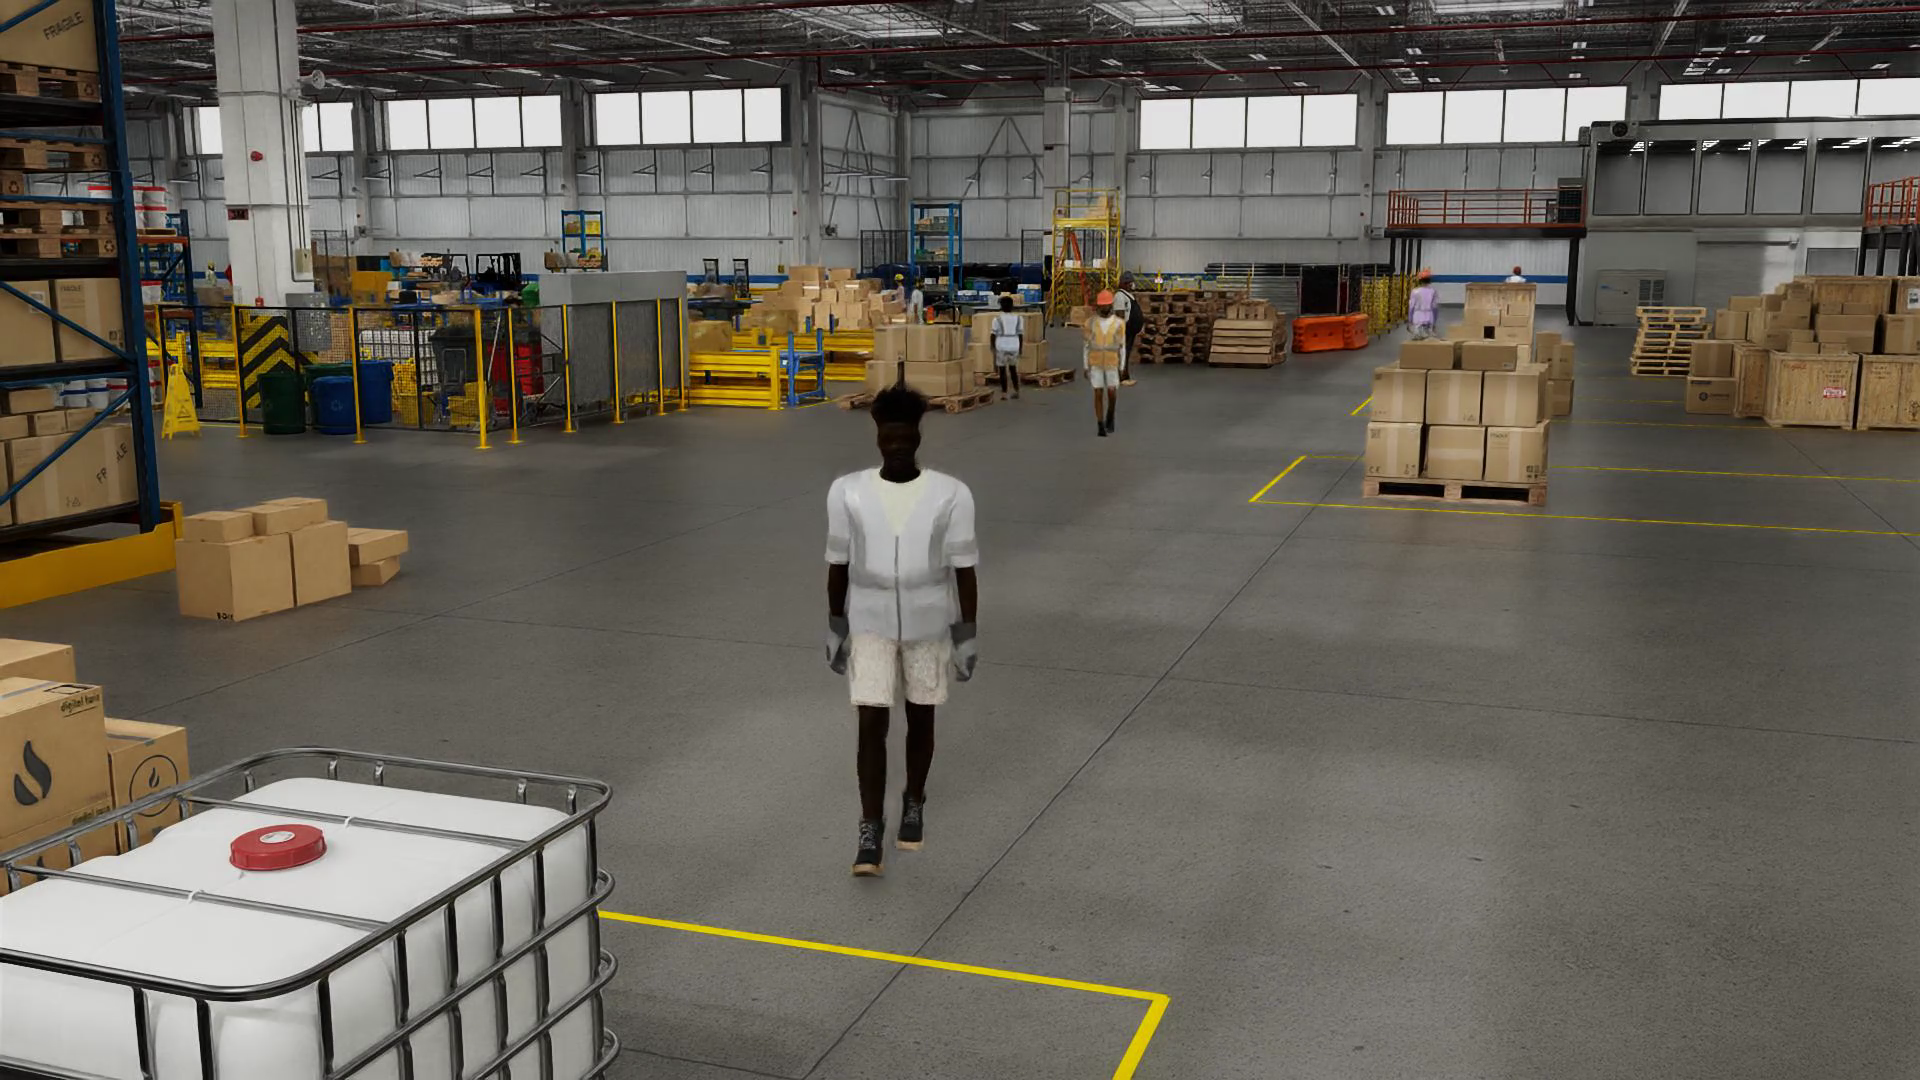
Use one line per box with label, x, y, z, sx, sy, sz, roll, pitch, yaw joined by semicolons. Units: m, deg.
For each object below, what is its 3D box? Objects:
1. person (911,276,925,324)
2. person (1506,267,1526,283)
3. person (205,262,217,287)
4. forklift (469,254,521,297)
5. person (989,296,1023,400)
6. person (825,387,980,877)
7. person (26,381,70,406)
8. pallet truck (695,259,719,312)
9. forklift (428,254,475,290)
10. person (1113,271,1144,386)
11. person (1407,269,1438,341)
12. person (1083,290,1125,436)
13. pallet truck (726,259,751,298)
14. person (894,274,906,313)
person;-0.992;-4.907;36.673;0.852;1.834;0.532;3;11;16
person;16.623;-7.227;49.670;0.604;1.849;0.842;6;12;32
person;-29.402;-9.997;65.364;0.586;1.824;0.404;9;14;42
forklift;-17.990;-10.121;64.684;1.157;1.987;2.680;3;11;17
person;0.729;-3.101;26.922;0.554;1.670;0.465;-4;11;-23
person;-0.240;0.376;6.605;0.632;1.932;0.885;0;10;0
person;-11.679;-2.148;21.210;0.848;1.801;0.597;4;11;20
pallet truck;-9.165;-9.627;62.776;0.823;1.965;1.885;4;11;23
forklift;-20.133;-10.254;65.465;1.157;1.987;2.680;3;11;19
person;3.001;-3.764;29.634;0.538;2.000;0.685;3;11;17
person;9.174;-4.343;32.932;0.632;2.031;0.634;-3;10;-16
person;1.876;-2.305;21.741;0.555;1.918;0.407;1;10;6
pallet truck;-7.986;-9.493;62.019;0.823;1.965;1.885;3;11;17
person;-1.538;-5.916;42.526;0.328;1.769;0.526;1;10;4
